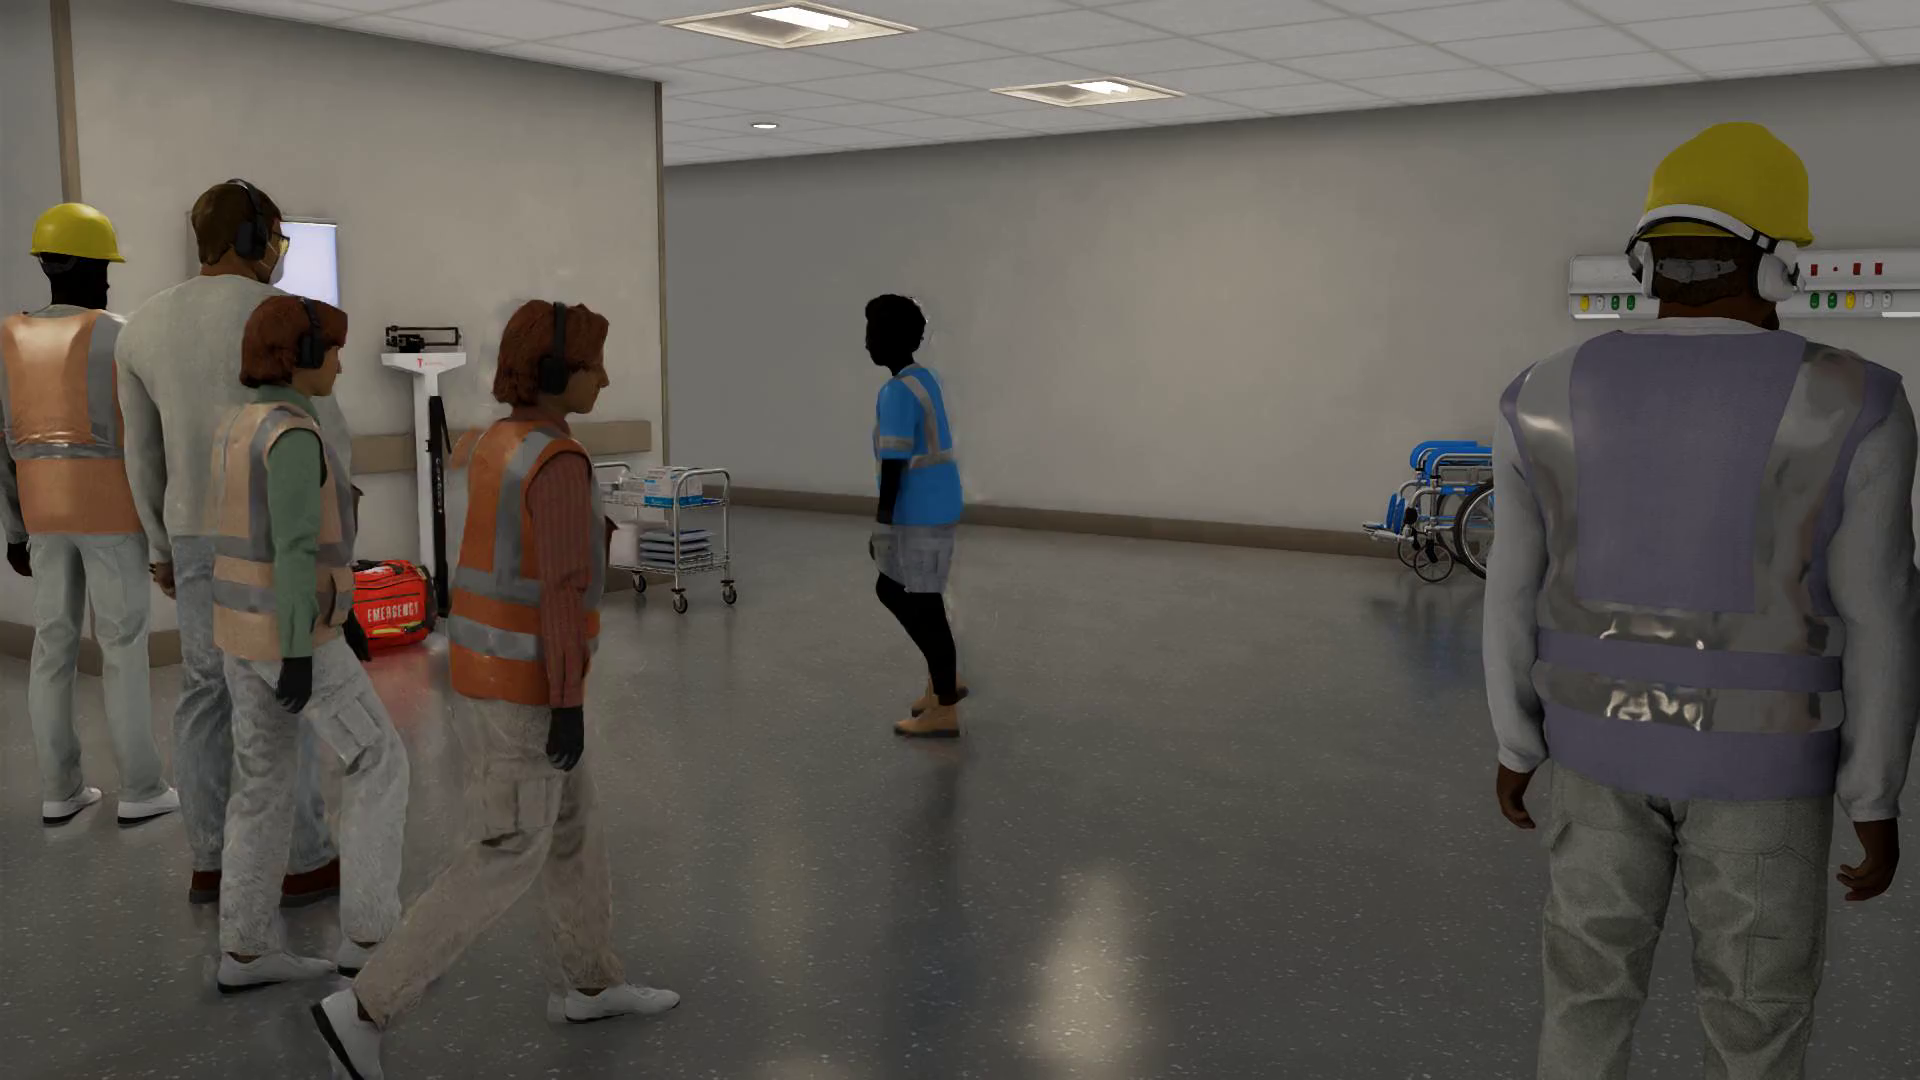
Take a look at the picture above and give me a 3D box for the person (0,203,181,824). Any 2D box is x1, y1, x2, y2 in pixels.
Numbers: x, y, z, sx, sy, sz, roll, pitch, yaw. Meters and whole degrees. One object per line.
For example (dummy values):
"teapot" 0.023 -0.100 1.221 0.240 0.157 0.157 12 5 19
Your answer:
"person" -2.719 -0.073 5.187 0.585 1.928 0.368 1 7 5

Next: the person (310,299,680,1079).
"person" -0.967 0.306 3.439 0.744 1.604 0.552 -4 8 -30

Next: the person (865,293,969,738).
"person" -0.162 -0.083 6.269 0.394 1.677 0.545 1 7 5

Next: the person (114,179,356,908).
"person" -1.906 0.017 4.444 0.627 1.935 0.372 2 7 12

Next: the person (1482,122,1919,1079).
"person" 1.096 0.309 2.494 0.603 1.830 0.404 6 9 38

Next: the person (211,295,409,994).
"person" -1.507 0.241 3.911 0.594 1.612 0.517 -5 9 -38
